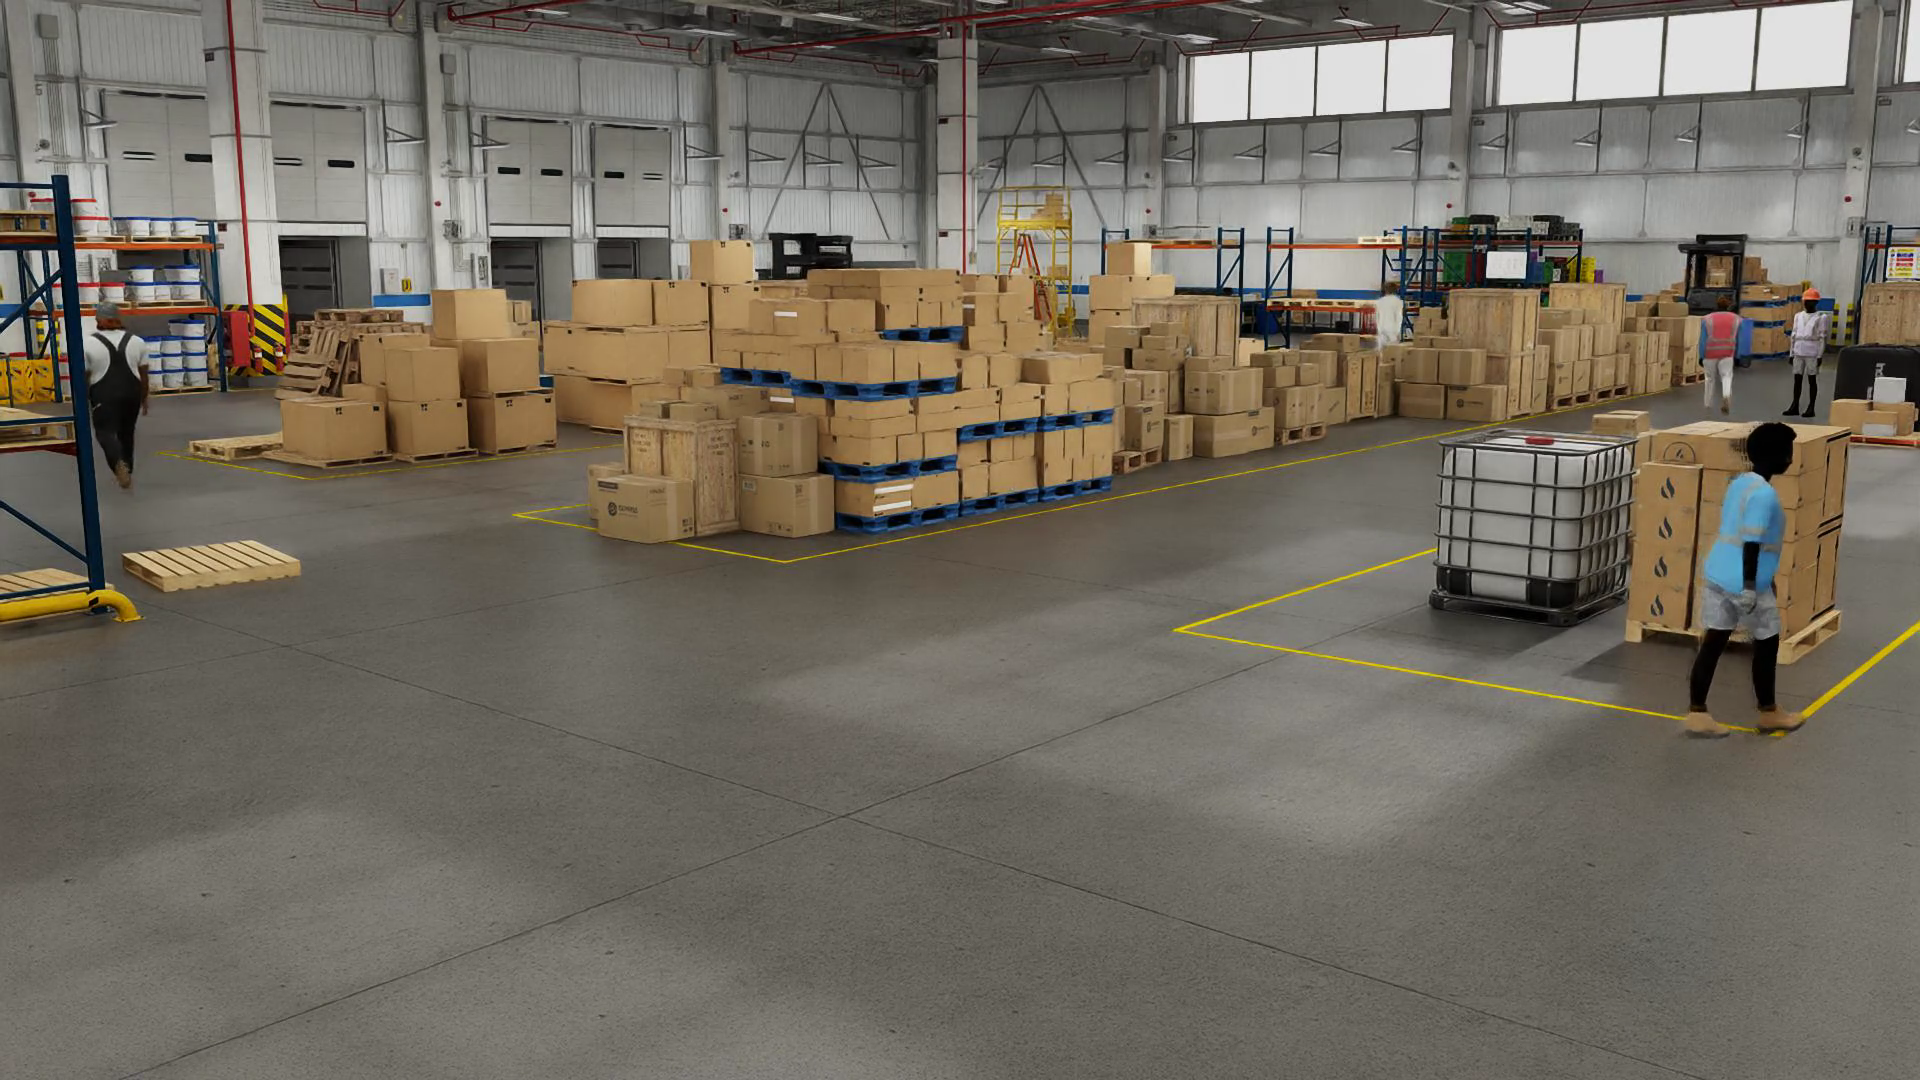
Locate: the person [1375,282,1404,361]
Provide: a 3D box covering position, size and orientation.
[{"bbox_3d":[8.334,-4.046,32.266,1.012,1.884,0.651,-9,13,-41],"label":"person"}]

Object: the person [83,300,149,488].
[{"bbox_3d":[-8.922,-1.545,17.580,0.690,2.000,0.819,-9,14,-43],"label":"person"}]

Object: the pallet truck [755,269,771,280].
[{"bbox_3d":[-4.996,-6.432,45.525,1.885,1.965,0.823,-6,12,-32],"label":"pallet truck"}]

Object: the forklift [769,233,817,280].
[{"bbox_3d":[-3.099,-4.334,31.069,1.873,2.768,1.129,8,13,40],"label":"forklift"}]

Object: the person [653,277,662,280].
[{"bbox_3d":[-6.519,-4.725,36.017,0.634,1.930,0.384,-5,11,-25],"label":"person"}]

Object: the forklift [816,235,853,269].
[{"bbox_3d":[-2.895,-5.503,37.724,1.129,2.768,1.873,2,10,13],"label":"forklift"}]

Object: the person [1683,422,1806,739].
[{"bbox_3d":[4.119,0.214,8.614,0.739,1.646,0.520,0,10,-2],"label":"person"}]

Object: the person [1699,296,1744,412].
[{"bbox_3d":[11.760,-2.861,25.722,0.632,1.822,0.760,3,10,16],"label":"person"}]

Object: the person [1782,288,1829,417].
[{"bbox_3d":[12.810,-2.829,25.170,0.350,1.942,0.547,-6,12,-32],"label":"person"}]

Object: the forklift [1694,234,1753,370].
[{"bbox_3d":[15.654,-4.919,34.396,1.129,2.768,1.873,8,13,40],"label":"forklift"}]
